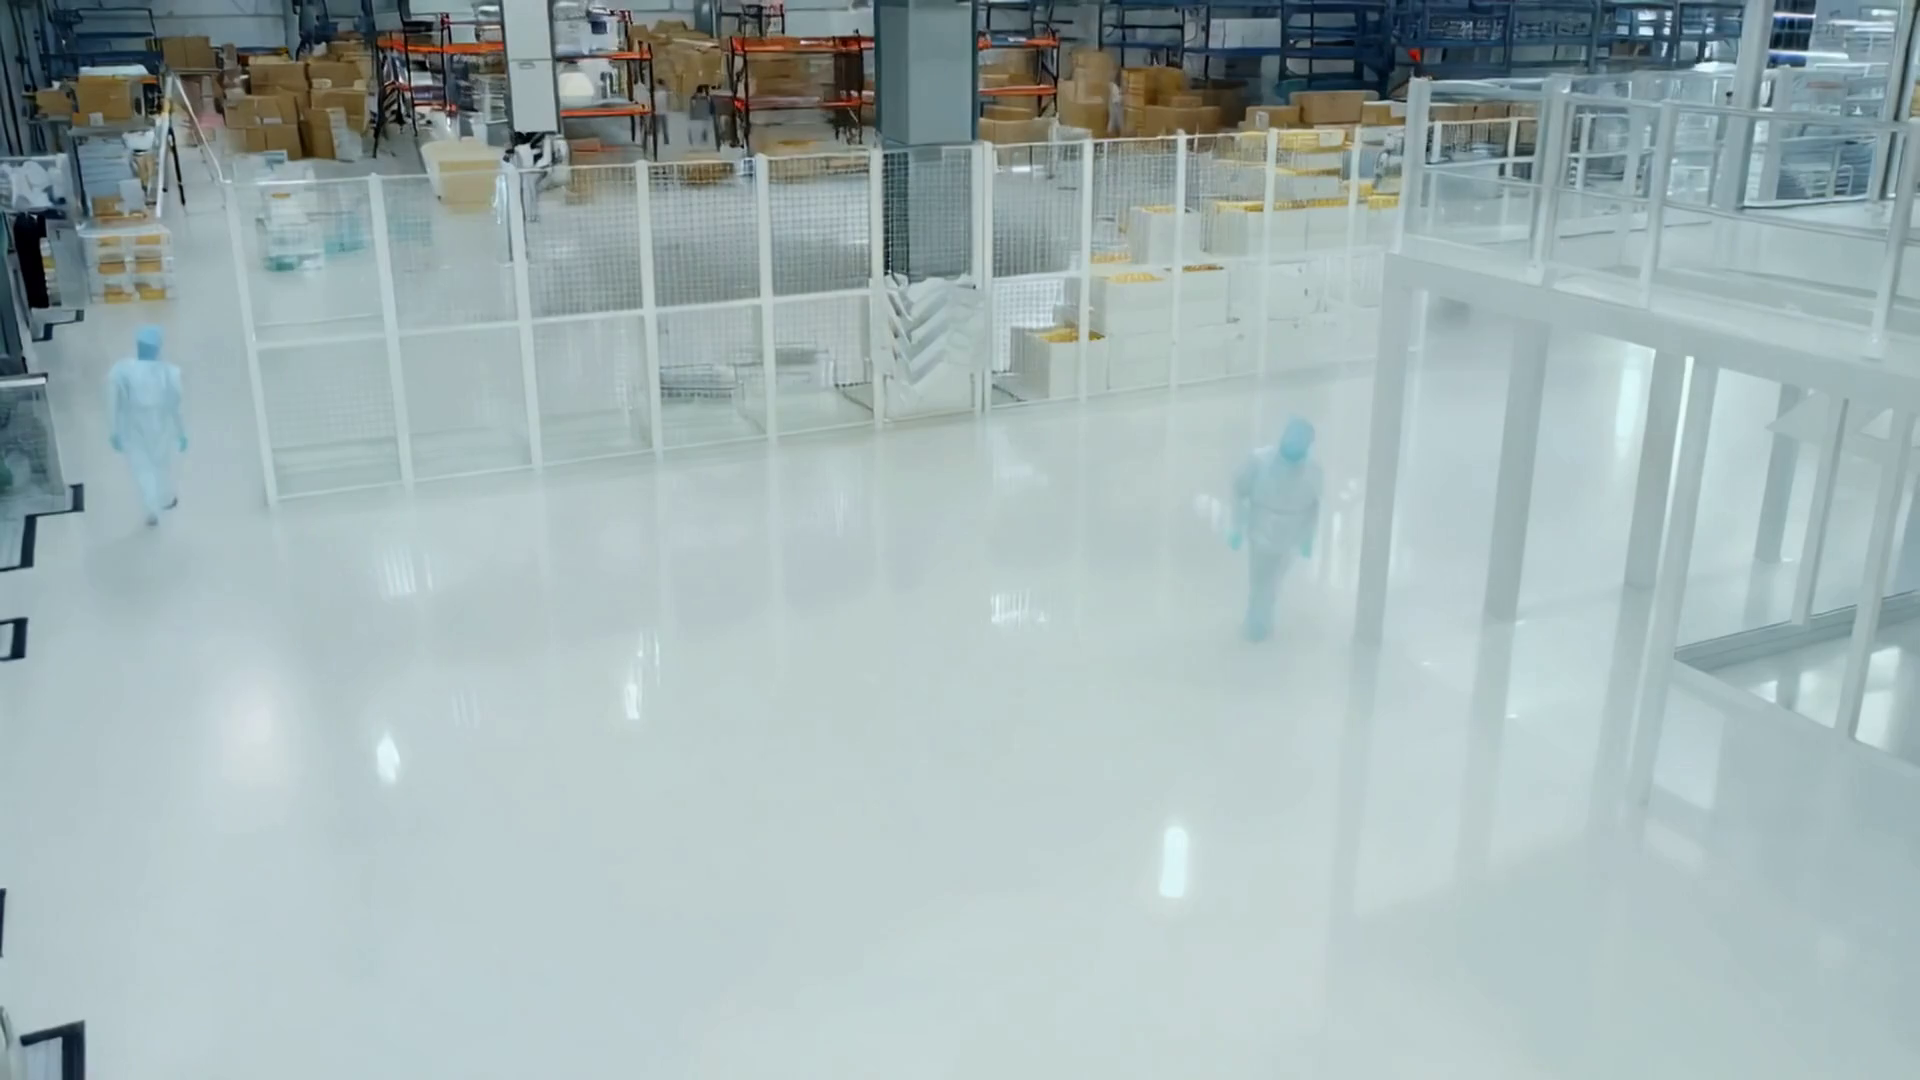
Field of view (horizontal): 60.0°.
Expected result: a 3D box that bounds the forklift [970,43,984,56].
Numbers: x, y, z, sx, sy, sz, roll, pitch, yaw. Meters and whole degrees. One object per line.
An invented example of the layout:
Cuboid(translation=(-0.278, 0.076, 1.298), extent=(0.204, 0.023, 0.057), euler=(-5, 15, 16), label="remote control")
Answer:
Cuboid(translation=(0.340, -24.070, 80.446), extent=(1.129, 2.768, 1.873), euler=(-9, 21, -25), label="forklift")

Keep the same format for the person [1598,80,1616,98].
Cuboid(translation=(20.062, -13.538, 51.672), extent=(0.525, 1.722, 0.917), euler=(5, 20, 14), label="person")

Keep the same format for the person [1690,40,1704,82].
Cuboid(translation=(32.265, -20.808, 72.484), extent=(0.717, 1.881, 0.681), euler=(11, 22, 29), label="person")

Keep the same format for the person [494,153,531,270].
Cuboid(translation=(-7.596, -5.583, 28.262), extent=(0.605, 1.948, 0.405), euler=(-15, 24, -37), label="person")

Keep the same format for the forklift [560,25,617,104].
Cuboid(translation=(-14.055, -17.891, 62.534), extent=(1.873, 2.768, 1.129), euler=(-9, 21, -25), label="forklift")

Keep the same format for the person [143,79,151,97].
Cuboid(translation=(-25.039, -13.437, 51.511), extent=(0.526, 1.631, 0.319), euler=(10, 21, 26), label="person")

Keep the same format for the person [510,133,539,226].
Cuboid(translation=(-8.629, -7.088, 32.816), extent=(0.430, 1.837, 0.620), euler=(12, 22, 30), label="person")

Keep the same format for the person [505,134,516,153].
Cuboid(translation=(-9.032, -7.327, 33.652), extent=(0.456, 1.721, 0.485), euler=(-5, 20, -14), label="person")

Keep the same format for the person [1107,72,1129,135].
Cuboid(translation=(4.793, -13.277, 50.680), extent=(0.591, 1.870, 0.986), euler=(-10, 22, -27), label="person")

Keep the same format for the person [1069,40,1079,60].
Cuboid(translation=(5.386, -22.936, 79.062), extent=(0.516, 1.616, 0.620), euler=(8, 21, 22), label="person")

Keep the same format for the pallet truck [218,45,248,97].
Cuboid(translation=(-28.879, -18.665, 66.111), extent=(0.823, 1.965, 1.885), euler=(-3, 19, -9), label="pallet truck")

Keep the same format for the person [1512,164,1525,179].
Cuboid(translation=(8.867, -5.074, 26.801), extent=(0.372, 1.940, 0.627), euler=(-5, 20, -15), label="person")

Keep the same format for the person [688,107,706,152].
Cuboid(translation=(-6.453, -9.737, 40.712), extent=(0.559, 1.673, 0.544), euler=(9, 21, 25), label="person")

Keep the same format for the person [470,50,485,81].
Cuboid(translation=(-18.485, -17.798, 63.771), extent=(0.558, 1.890, 0.977), euler=(0, 19, 1), label="person")

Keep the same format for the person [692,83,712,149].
Cuboid(translation=(-7.304, -11.975, 46.988), extent=(0.533, 1.825, 0.587), euler=(-8, 21, -22), label="person")

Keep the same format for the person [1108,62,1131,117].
Cuboid(translation=(5.493, -15.530, 57.289), extent=(0.537, 1.829, 0.959), euler=(-18, 26, -42), label="person")

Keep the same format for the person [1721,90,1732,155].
Cuboid(translation=(19.333, -10.343, 42.003), extent=(0.403, 1.987, 0.613), euler=(13, 23, 32), label="person")

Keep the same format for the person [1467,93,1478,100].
Cuboid(translation=(12.914, -10.462, 42.266), extent=(0.683, 2.000, 0.921), euler=(-3, 19, -7), label="person")

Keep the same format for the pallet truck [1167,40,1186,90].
Cuboid(translation=(9.045, -19.971, 69.895), extent=(0.823, 1.965, 1.885), euler=(-3, 19, -8), label="pallet truck")

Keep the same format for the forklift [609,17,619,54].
Cuboid(translation=(-15.114, -21.458, 72.872), extent=(1.873, 2.768, 1.129), euler=(-4, 19, -11), label="forklift")

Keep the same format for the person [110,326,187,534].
Cuboid(translation=(-7.411, -1.024, 15.203), extent=(0.648, 1.855, 1.028), euler=(-6, 20, -17), label="person")

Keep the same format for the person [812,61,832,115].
Cuboid(translation=(-4.633, -15.104, 55.918), extent=(0.648, 1.907, 0.753), euler=(-4, 19, -10), label="person")

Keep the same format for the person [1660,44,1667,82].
Cuboid(translation=(31.485, -21.312, 74.256), extent=(0.540, 1.677, 0.521), euler=(-8, 21, -23), label="person")

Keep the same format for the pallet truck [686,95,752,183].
Cuboid(translation=(-5.836, -9.608, 39.856), extent=(0.823, 1.965, 1.885), euler=(10, 22, 27), label="pallet truck")

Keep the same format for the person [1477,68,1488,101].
Cuboid(translation=(16.395, -13.840, 52.238), extent=(0.629, 1.913, 1.008), euler=(-12, 23, -32), label="person")

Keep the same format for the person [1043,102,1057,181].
Cuboid(translation=(2.161, -9.577, 39.983), extent=(0.328, 1.861, 0.503), euler=(0, 19, 1), label="person")

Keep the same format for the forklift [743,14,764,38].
Cuboid(translation=(-9.687, -23.327, 78.290), extent=(1.129, 2.768, 1.873), euler=(-9, 21, -25), label="forklift")

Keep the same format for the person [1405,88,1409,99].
Cuboid(translation=(11.655, -10.800, 43.398), extent=(0.542, 1.939, 0.365), euler=(-2, 19, -7), label="person")

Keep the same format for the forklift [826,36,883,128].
Cuboid(translation=(-3.320, -14.655, 53.151), extent=(1.873, 2.768, 1.129), euler=(-9, 21, -25), label="forklift")

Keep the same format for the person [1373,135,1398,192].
Cuboid(translation=(8.055, -6.730, 31.644), extent=(0.477, 1.915, 0.631), euler=(13, 23, 34), label="person")

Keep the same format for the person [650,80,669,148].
Cuboid(translation=(-8.562, -12.152, 47.428), extent=(0.581, 1.862, 1.040), euler=(-10, 21, -26), label="person")

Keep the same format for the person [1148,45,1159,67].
Cuboid(translation=(7.963, -19.521, 68.791), extent=(1.009, 1.860, 0.604), euler=(11, 22, 29), label="person")

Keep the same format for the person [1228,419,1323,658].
Cuboid(translation=(2.372, -0.008, 12.327), extent=(0.683, 1.807, 0.615), euler=(-4, 19, -12), label="person")
